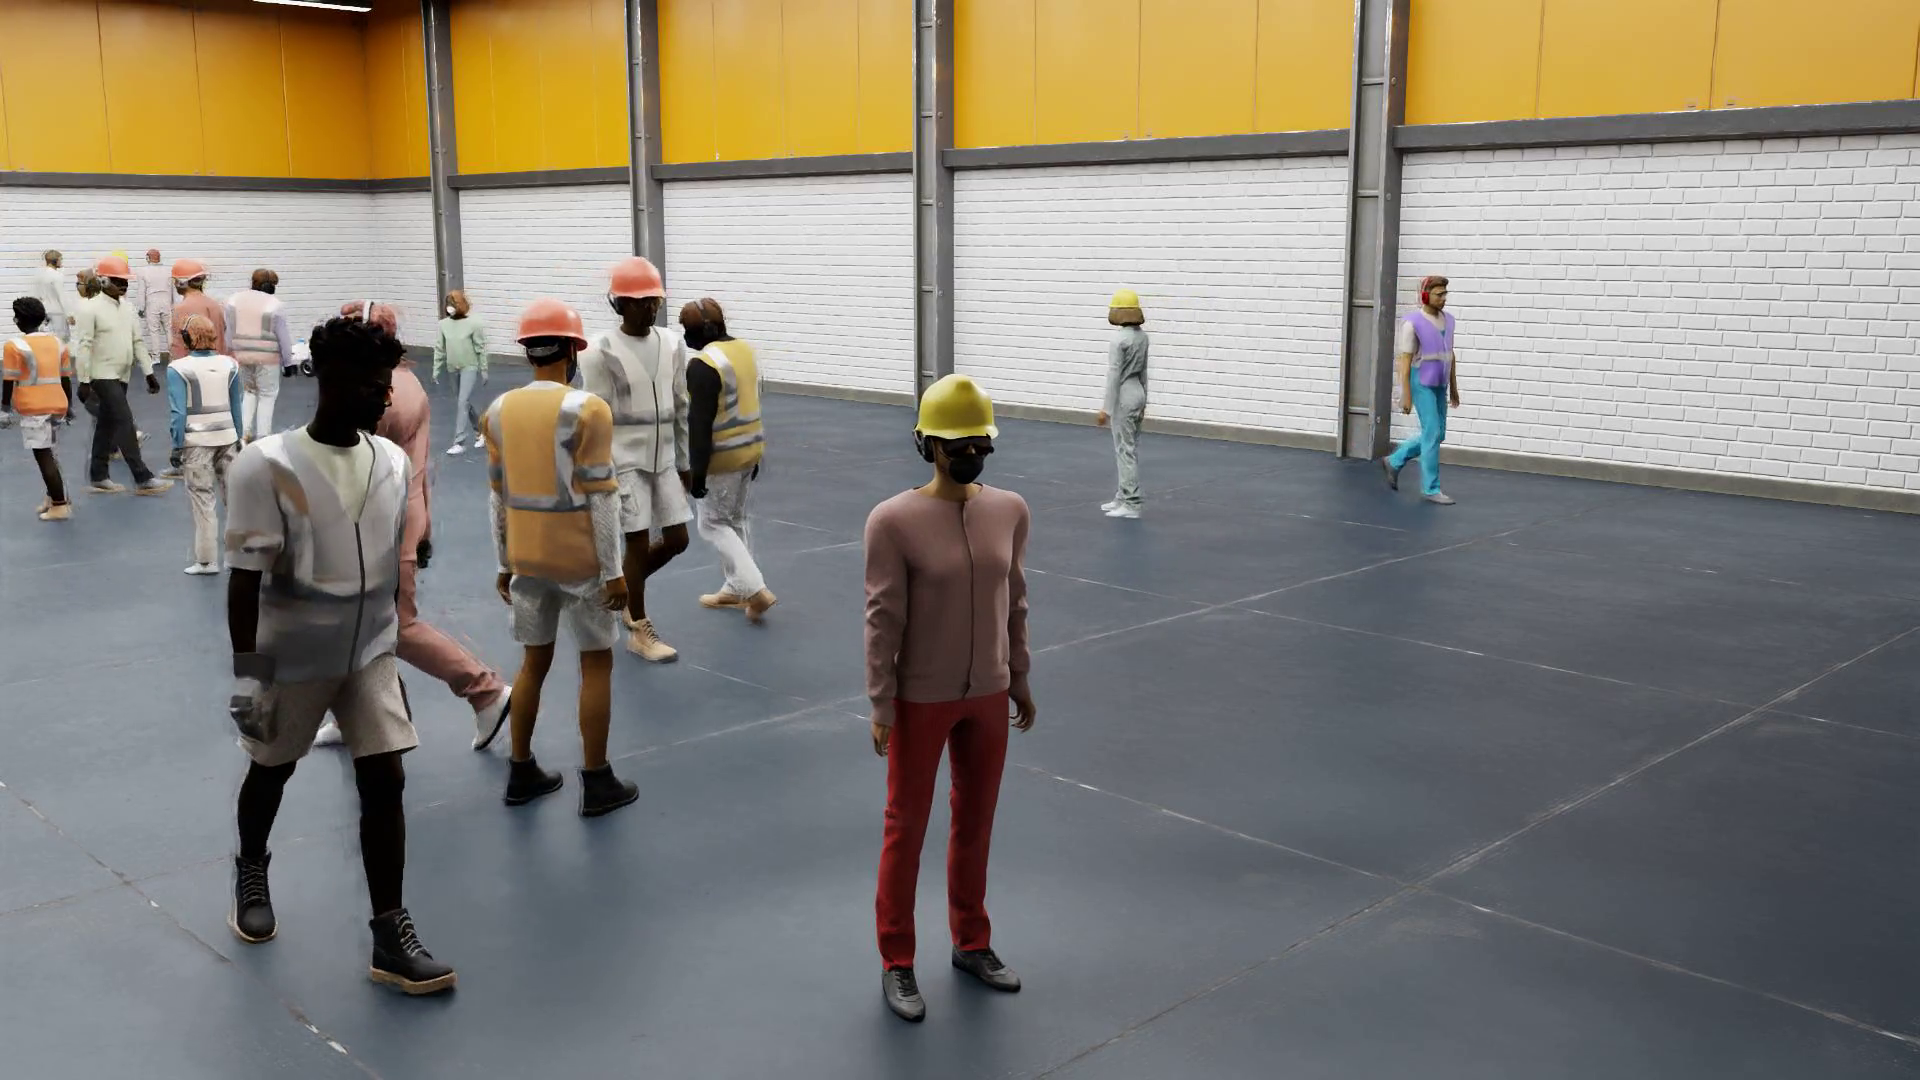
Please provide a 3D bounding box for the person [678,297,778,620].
[{"bbox_3d":[-1.244,-0.436,9.182,0.585,1.804,0.679,3,11,17],"label":"person"}]

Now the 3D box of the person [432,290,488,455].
[{"bbox_3d":[-4.920,-1.680,16.509,0.510,1.597,0.814,3,11,17],"label":"person"}]

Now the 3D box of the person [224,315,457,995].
[{"bbox_3d":[-1.878,0.307,4.835,1.010,1.910,0.688,9,14,41],"label":"person"}]

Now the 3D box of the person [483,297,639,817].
[{"bbox_3d":[-1.480,0.062,6.176,0.571,1.913,0.409,5,12,25],"label":"person"}]

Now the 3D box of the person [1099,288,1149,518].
[{"bbox_3d":[1.231,-1.035,12.619,0.356,1.742,0.491,6,12,31],"label":"person"}]

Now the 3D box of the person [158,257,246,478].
[{"bbox_3d":[-6.536,-1.466,14.412,1.030,1.952,0.627,1,10,7],"label":"person"}]

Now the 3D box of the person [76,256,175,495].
[{"bbox_3d":[-6.861,-1.339,13.677,0.930,1.949,0.604,1,10,5],"label":"person"}]

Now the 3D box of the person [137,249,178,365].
[{"bbox_3d":[-13.287,-3.857,27.549,0.405,1.904,0.653,10,14,43],"label":"person"}]

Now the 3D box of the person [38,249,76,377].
[{"bbox_3d":[-13.547,-3.394,24.973,0.428,1.920,0.632,-10,14,-43],"label":"person"}]

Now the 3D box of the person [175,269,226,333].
[{"bbox_3d":[-8.269,-2.104,18.204,0.514,1.834,0.956,-5,11,-24],"label":"person"}]

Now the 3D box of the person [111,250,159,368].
[{"bbox_3d":[-13.257,-3.644,26.427,0.914,1.883,0.622,-5,11,-25],"label":"person"}]

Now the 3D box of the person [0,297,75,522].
[{"bbox_3d":[-6.920,-0.965,12.404,0.585,1.677,0.540,2,11,13],"label":"person"}]

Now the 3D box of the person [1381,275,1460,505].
[{"bbox_3d":[3.740,-1.221,13.402,0.581,1.822,0.723,-9,14,-41],"label":"person"}]

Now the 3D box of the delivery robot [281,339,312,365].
[{"bbox_3d":[-9.998,-2.816,25.301,0.707,0.478,0.477,2,11,13],"label":"delivery robot"}]

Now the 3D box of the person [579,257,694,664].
[{"bbox_3d":[-1.625,-0.395,8.324,0.568,2.027,0.640,9,14,41],"label":"person"}]

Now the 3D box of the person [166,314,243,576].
[{"bbox_3d":[-4.742,-0.596,10.489,0.306,1.639,0.524,5,12,27],"label":"person"}]

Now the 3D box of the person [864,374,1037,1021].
[{"bbox_3d":[-0.013,0.426,4.571,0.533,1.767,0.326,-7,12,-32],"label":"person"}]

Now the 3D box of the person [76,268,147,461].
[{"bbox_3d":[-8.003,-1.634,15.641,0.509,1.829,0.507,0,10,-1],"label":"person"}]

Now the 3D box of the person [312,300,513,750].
[{"bbox_3d":[-2.314,-0.041,6.820,0.872,1.881,0.643,-1,10,-8],"label":"person"}]

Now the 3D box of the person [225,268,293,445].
[{"bbox_3d":[-6.919,-1.767,16.434,0.700,1.816,0.472,1,10,5],"label":"person"}]
